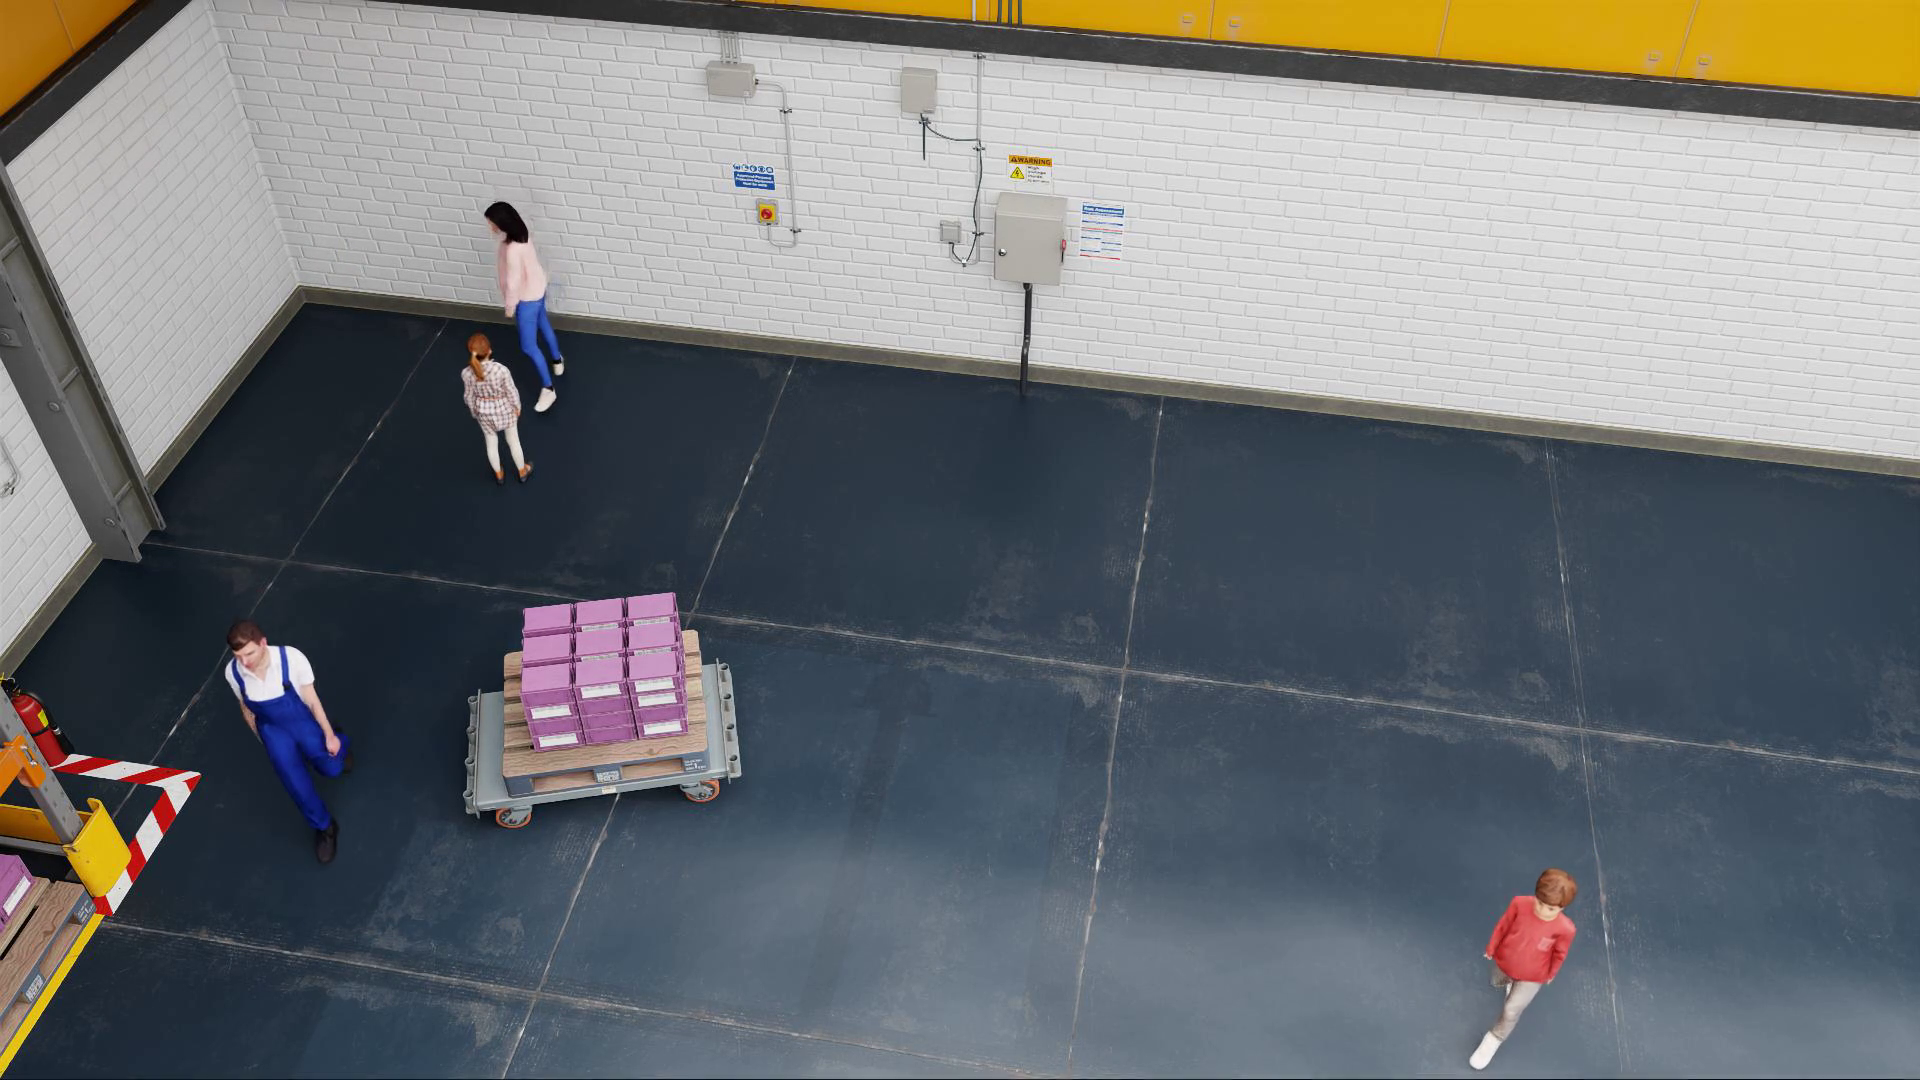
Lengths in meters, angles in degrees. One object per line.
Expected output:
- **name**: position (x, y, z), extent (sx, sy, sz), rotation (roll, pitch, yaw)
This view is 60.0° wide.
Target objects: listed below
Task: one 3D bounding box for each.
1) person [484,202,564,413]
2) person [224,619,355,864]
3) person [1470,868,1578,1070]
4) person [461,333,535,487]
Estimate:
- **person**: position (-3.280, -1.890, 12.740), extent (1.017, 1.745, 0.599), rotation (7, 44, 8)
- **person**: position (-3.834, 1.029, 9.615), extent (0.885, 1.827, 1.127), rotation (-9, 44, -9)
- **person**: position (2.977, 2.162, 8.737), extent (0.809, 1.399, 0.960), rotation (32, 52, 29)
- **person**: position (-3.378, -0.944, 12.060), extent (0.580, 1.311, 0.567), rotation (-3, 44, -3)
